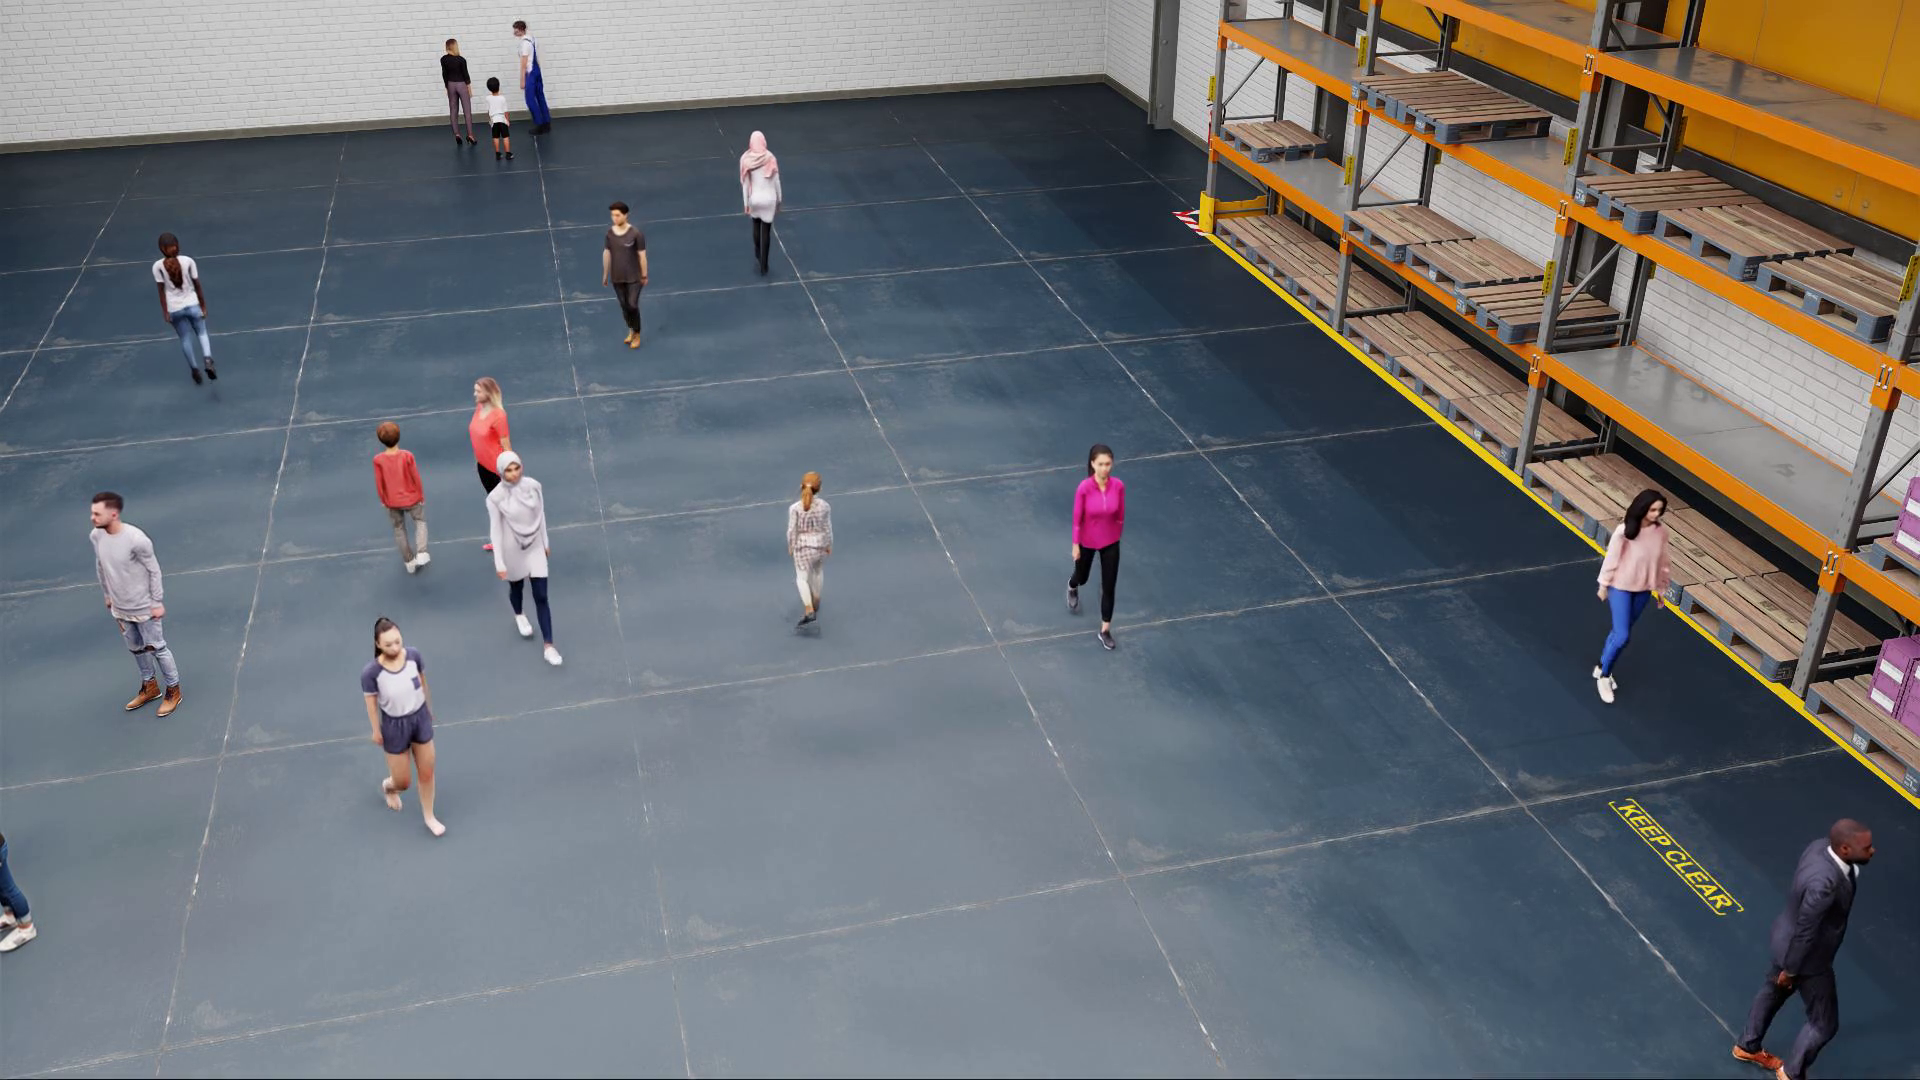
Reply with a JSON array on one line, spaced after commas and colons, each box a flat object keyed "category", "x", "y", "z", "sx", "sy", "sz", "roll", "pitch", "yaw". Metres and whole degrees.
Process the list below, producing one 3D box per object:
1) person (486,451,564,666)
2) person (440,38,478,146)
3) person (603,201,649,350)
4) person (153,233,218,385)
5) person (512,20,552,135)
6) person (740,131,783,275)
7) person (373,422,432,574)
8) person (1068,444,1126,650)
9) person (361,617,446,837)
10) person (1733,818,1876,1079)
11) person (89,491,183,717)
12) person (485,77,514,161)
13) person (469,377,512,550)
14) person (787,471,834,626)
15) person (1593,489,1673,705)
[{"category": "person", "x": -3.508, "y": 0.089, "z": 13.213, "sx": 0.861, "sy": 1.730, "sz": 1.205, "roll": -17, "pitch": 33, "yaw": -28}, {"category": "person", "x": -8.017, "y": -7.154, "z": 26.554, "sx": 0.678, "sy": 1.671, "sz": 0.674, "roll": 4, "pitch": 29, "yaw": 8}, {"category": "person", "x": -3.788, "y": -3.077, "z": 19.049, "sx": 0.780, "sy": 1.699, "sz": 0.835, "roll": 10, "pitch": 30, "yaw": 17}, {"category": "person", "x": -8.330, "y": -2.451, "z": 17.891, "sx": 0.710, "sy": 1.709, "sz": 0.864, "roll": -17, "pitch": 33, "yaw": -28}, {"category": "person", "x": -6.984, "y": -7.567, "z": 27.156, "sx": 0.942, "sy": 1.820, "sz": 0.679, "roll": 9, "pitch": 30, "yaw": 16}, {"category": "person", "x": -2.514, "y": -4.250, "z": 21.125, "sx": 0.787, "sy": 1.772, "sz": 1.046, "roll": 0, "pitch": 29, "yaw": 0}, {"category": "person", "x": -4.811, "y": -0.341, "z": 14.332, "sx": 0.544, "sy": 1.414, "sz": 0.502, "roll": -5, "pitch": 29, "yaw": -10}, {"category": "person", "x": 1.082, "y": -0.008, "z": 13.449, "sx": 0.616, "sy": 1.675, "sz": 1.050, "roll": -6, "pitch": 29, "yaw": -10}, {"category": "person", "x": -3.776, "y": 1.234, "z": 11.212, "sx": 0.894, "sy": 1.636, "sz": 0.795, "roll": 26, "pitch": 38, "yaw": 38}, {"category": "person", "x": 4.581, "y": 2.240, "z": 9.189, "sx": 0.930, "sy": 1.807, "sz": 0.865, "roll": 12, "pitch": 31, "yaw": 21}, {"category": "person", "x": -6.176, "y": 0.453, "z": 12.433, "sx": 0.764, "sy": 1.838, "sz": 0.759, "roll": 9, "pitch": 30, "yaw": 15}, {"category": "person", "x": -7.194, "y": -6.566, "z": 25.906, "sx": 0.526, "sy": 1.258, "sz": 0.543, "roll": 0, "pitch": 29, "yaw": -1}, {"category": "person", "x": -4.052, "y": -0.638, "z": 14.584, "sx": 0.629, "sy": 1.693, "sz": 0.735, "roll": 25, "pitch": 37, "yaw": 38}, {"category": "person", "x": -1.222, "y": 0.078, "z": 13.695, "sx": 0.590, "sy": 1.288, "sz": 0.794, "roll": -13, "pitch": 31, "yaw": -23}, {"category": "person", "x": 5.066, "y": 0.354, "z": 12.704, "sx": 0.651, "sy": 1.753, "sz": 0.673, "roll": -6, "pitch": 29, "yaw": -11}]
